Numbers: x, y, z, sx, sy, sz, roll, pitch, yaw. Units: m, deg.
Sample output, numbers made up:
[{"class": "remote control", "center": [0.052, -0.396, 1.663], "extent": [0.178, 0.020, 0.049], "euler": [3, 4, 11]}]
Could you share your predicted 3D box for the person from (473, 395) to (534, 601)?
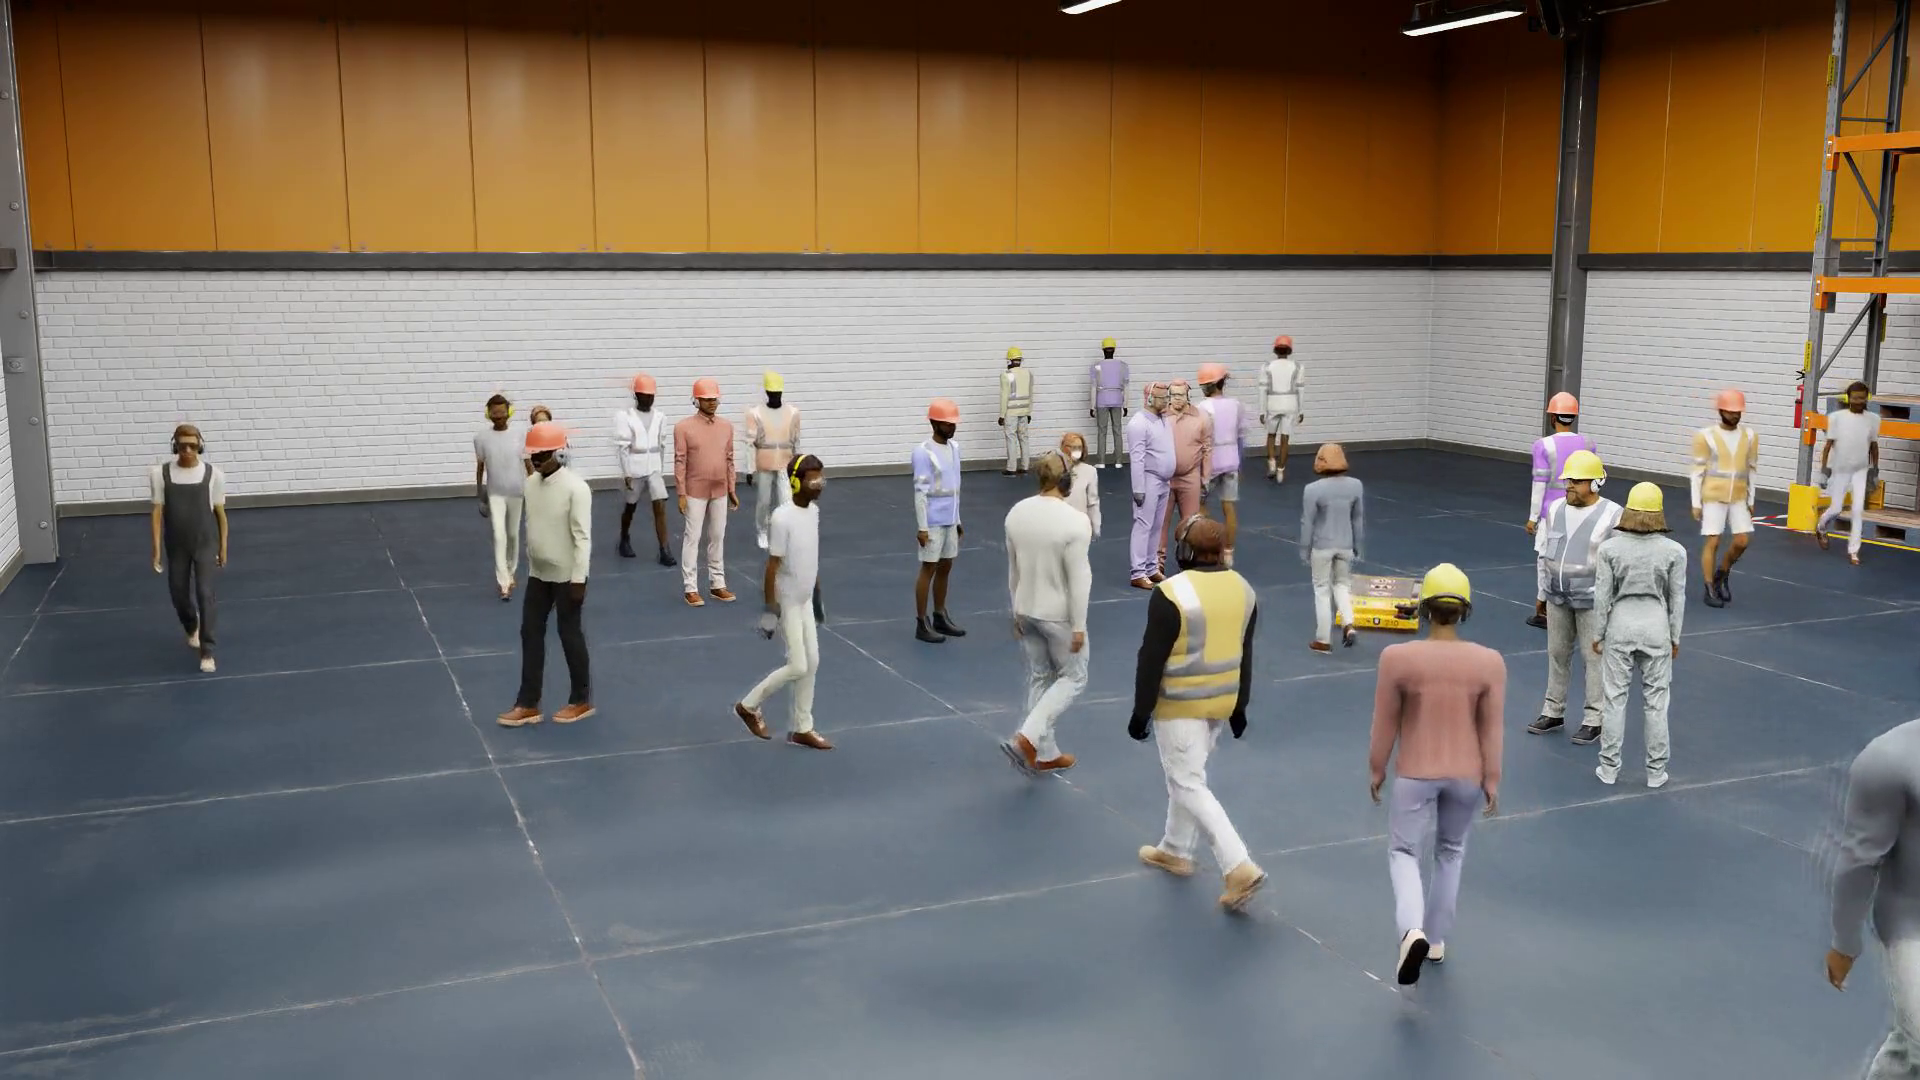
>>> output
[{"class": "person", "center": [-4.073, -0.399, 14.941], "extent": [0.530, 1.826, 0.973], "euler": [-3, 10, -19]}]

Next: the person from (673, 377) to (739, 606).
[{"class": "person", "center": [-2.216, -0.428, 14.571], "extent": [0.611, 1.996, 0.378], "euler": [-8, 12, -39]}]

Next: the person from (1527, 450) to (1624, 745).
[{"class": "person", "center": [3.841, 0.351, 10.348], "extent": [0.404, 1.829, 0.600], "euler": [-7, 12, -36]}]

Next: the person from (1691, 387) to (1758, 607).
[{"class": "person", "center": [6.619, -0.362, 14.392], "extent": [0.575, 1.917, 0.404], "euler": [0, 9, 2]}]

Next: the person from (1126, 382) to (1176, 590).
[{"class": "person", "center": [1.787, -0.506, 15.320], "extent": [0.407, 1.904, 0.655], "euler": [6, 11, 30]}]

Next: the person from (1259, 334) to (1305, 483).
[{"class": "person", "center": [4.414, -1.802, 22.800], "extent": [0.622, 2.021, 0.528], "euler": [2, 10, 11]}]

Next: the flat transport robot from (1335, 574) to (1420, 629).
[{"class": "flat transport robot", "center": [3.578, 0.506, 14.124], "extent": [0.652, 0.197, 1.431], "euler": [3, 10, 17]}]

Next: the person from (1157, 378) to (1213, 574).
[{"class": "person", "center": [2.054, -0.575, 15.734], "extent": [0.653, 1.904, 0.405], "euler": [2, 10, 11]}]

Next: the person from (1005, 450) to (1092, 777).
[{"class": "person", "center": [0.465, 0.445, 9.529], "extent": [0.556, 1.925, 0.625], "euler": [-9, 13, -43]}]

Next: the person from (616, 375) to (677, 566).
[{"class": "person", "center": [-3.181, -0.711, 16.642], "extent": [0.548, 1.894, 1.004], "euler": [-6, 11, -32]}]

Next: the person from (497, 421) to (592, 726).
[{"class": "person", "center": [-2.665, 0.230, 10.660], "extent": [0.648, 1.980, 0.613], "euler": [6, 11, 34]}]

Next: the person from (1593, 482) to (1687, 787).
[{"class": "person", "center": [3.861, 0.537, 9.485], "extent": [0.483, 1.745, 0.302], "euler": [4, 10, 20]}]

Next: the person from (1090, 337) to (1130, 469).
[{"class": "person", "center": [2.168, -1.987, 24.225], "extent": [0.587, 1.928, 0.363], "euler": [-1, 9, -6]}]

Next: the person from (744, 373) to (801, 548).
[{"class": "person", "center": [-1.933, -0.795, 17.171], "extent": [0.610, 1.882, 1.003], "euler": [-3, 10, -20]}]

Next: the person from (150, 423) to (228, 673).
[{"class": "person", "center": [-5.688, 0.034, 12.315], "extent": [0.521, 1.823, 0.776], "euler": [-3, 10, -18]}]

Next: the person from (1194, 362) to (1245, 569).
[{"class": "person", "center": [2.532, -0.725, 16.300], "extent": [0.678, 2.018, 0.511], "euler": [-4, 10, -24]}]

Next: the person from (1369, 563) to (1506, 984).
[{"class": "person", "center": [1.969, 0.976, 6.850], "extent": [0.524, 1.743, 0.672], "euler": [1, 9, 7]}]

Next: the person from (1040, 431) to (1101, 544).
[{"class": "person", "center": [0.913, -0.086, 13.616], "extent": [0.525, 1.616, 0.407], "euler": [-4, 10, -23]}]

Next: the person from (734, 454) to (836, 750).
[{"class": "person", "center": [-1.057, 0.380, 10.141], "extent": [0.539, 1.845, 0.583], "euler": [4, 10, 21]}]

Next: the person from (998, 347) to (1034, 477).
[{"class": "person", "center": [0.766, -1.794, 23.343], "extent": [0.599, 1.830, 0.403], "euler": [-8, 12, -39]}]

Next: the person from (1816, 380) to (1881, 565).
[{"class": "person", "center": [8.937, -0.701, 16.739], "extent": [0.547, 1.840, 0.747], "euler": [2, 10, 11]}]

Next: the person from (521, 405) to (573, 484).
[{"class": "person", "center": [-4.104, -0.539, 16.378], "extent": [0.520, 1.616, 0.619], "euler": [-8, 12, -39]}]

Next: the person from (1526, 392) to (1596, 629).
[{"class": "person", "center": [4.884, -0.235, 13.572], "extent": [0.542, 1.939, 0.366], "euler": [-2, 10, -10]}]

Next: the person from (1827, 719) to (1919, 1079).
[{"class": "person", "center": [2.986, 1.220, 4.902], "extent": [0.658, 1.885, 1.000], "euler": [-1, 9, -7]}]

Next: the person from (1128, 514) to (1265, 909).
[{"class": "person", "center": [1.143, 0.785, 7.800], "extent": [0.628, 1.812, 0.863], "euler": [-8, 12, -40]}]

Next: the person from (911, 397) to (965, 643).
[{"class": "person", "center": [-0.139, -0.162, 13.142], "extent": [0.378, 1.932, 0.551], "euler": [6, 11, 34]}]

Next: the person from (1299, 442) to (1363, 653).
[{"class": "person", "center": [2.833, 0.067, 12.677], "extent": [0.521, 1.620, 0.383], "euler": [-3, 10, -17]}]
